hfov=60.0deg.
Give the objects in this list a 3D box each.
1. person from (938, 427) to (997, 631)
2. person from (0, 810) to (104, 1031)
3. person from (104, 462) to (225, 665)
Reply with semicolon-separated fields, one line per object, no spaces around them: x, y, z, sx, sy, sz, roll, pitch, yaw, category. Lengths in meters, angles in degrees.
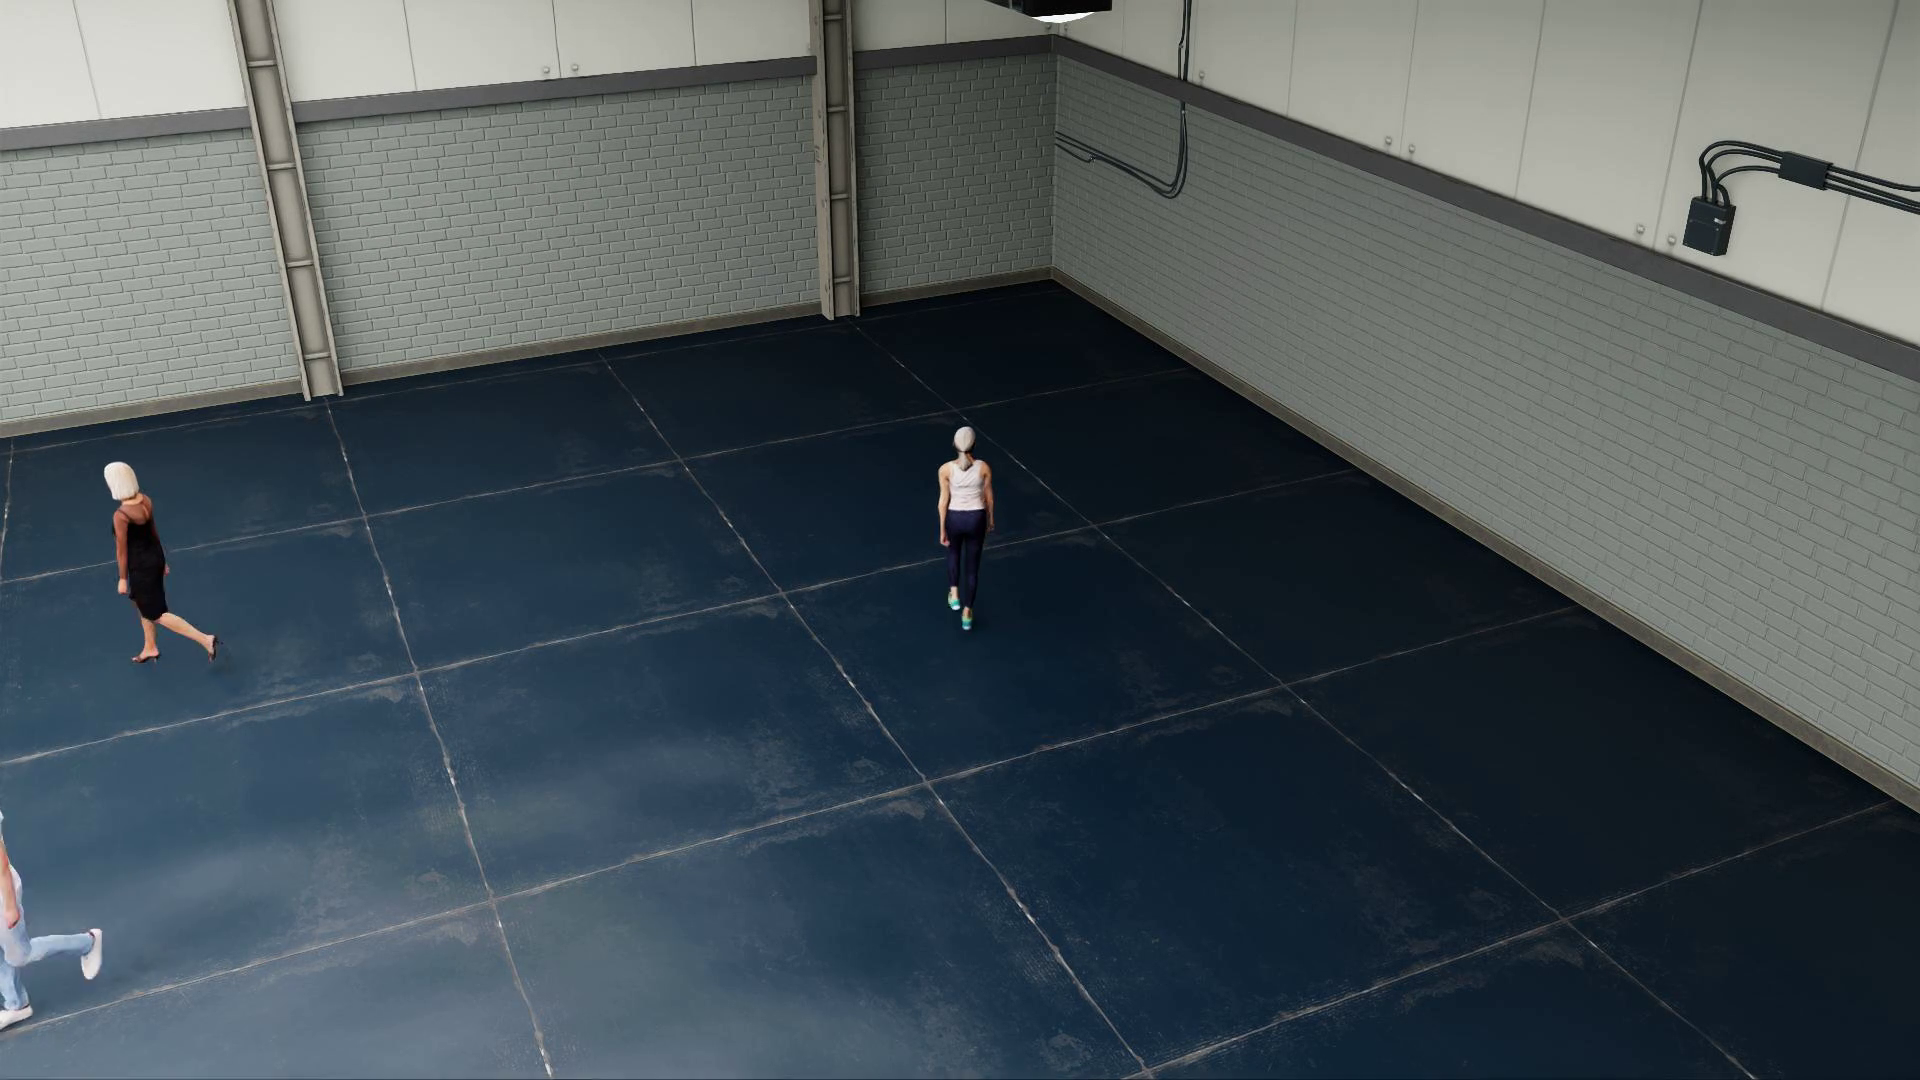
0.050;-0.062;13.179;0.821;1.685;0.848;2;27;3;person
-5.271;1.895;9.214;0.949;1.834;1.088;18;32;31;person
-6.071;0.239;12.554;1.109;1.722;0.893;0;27;0;person
